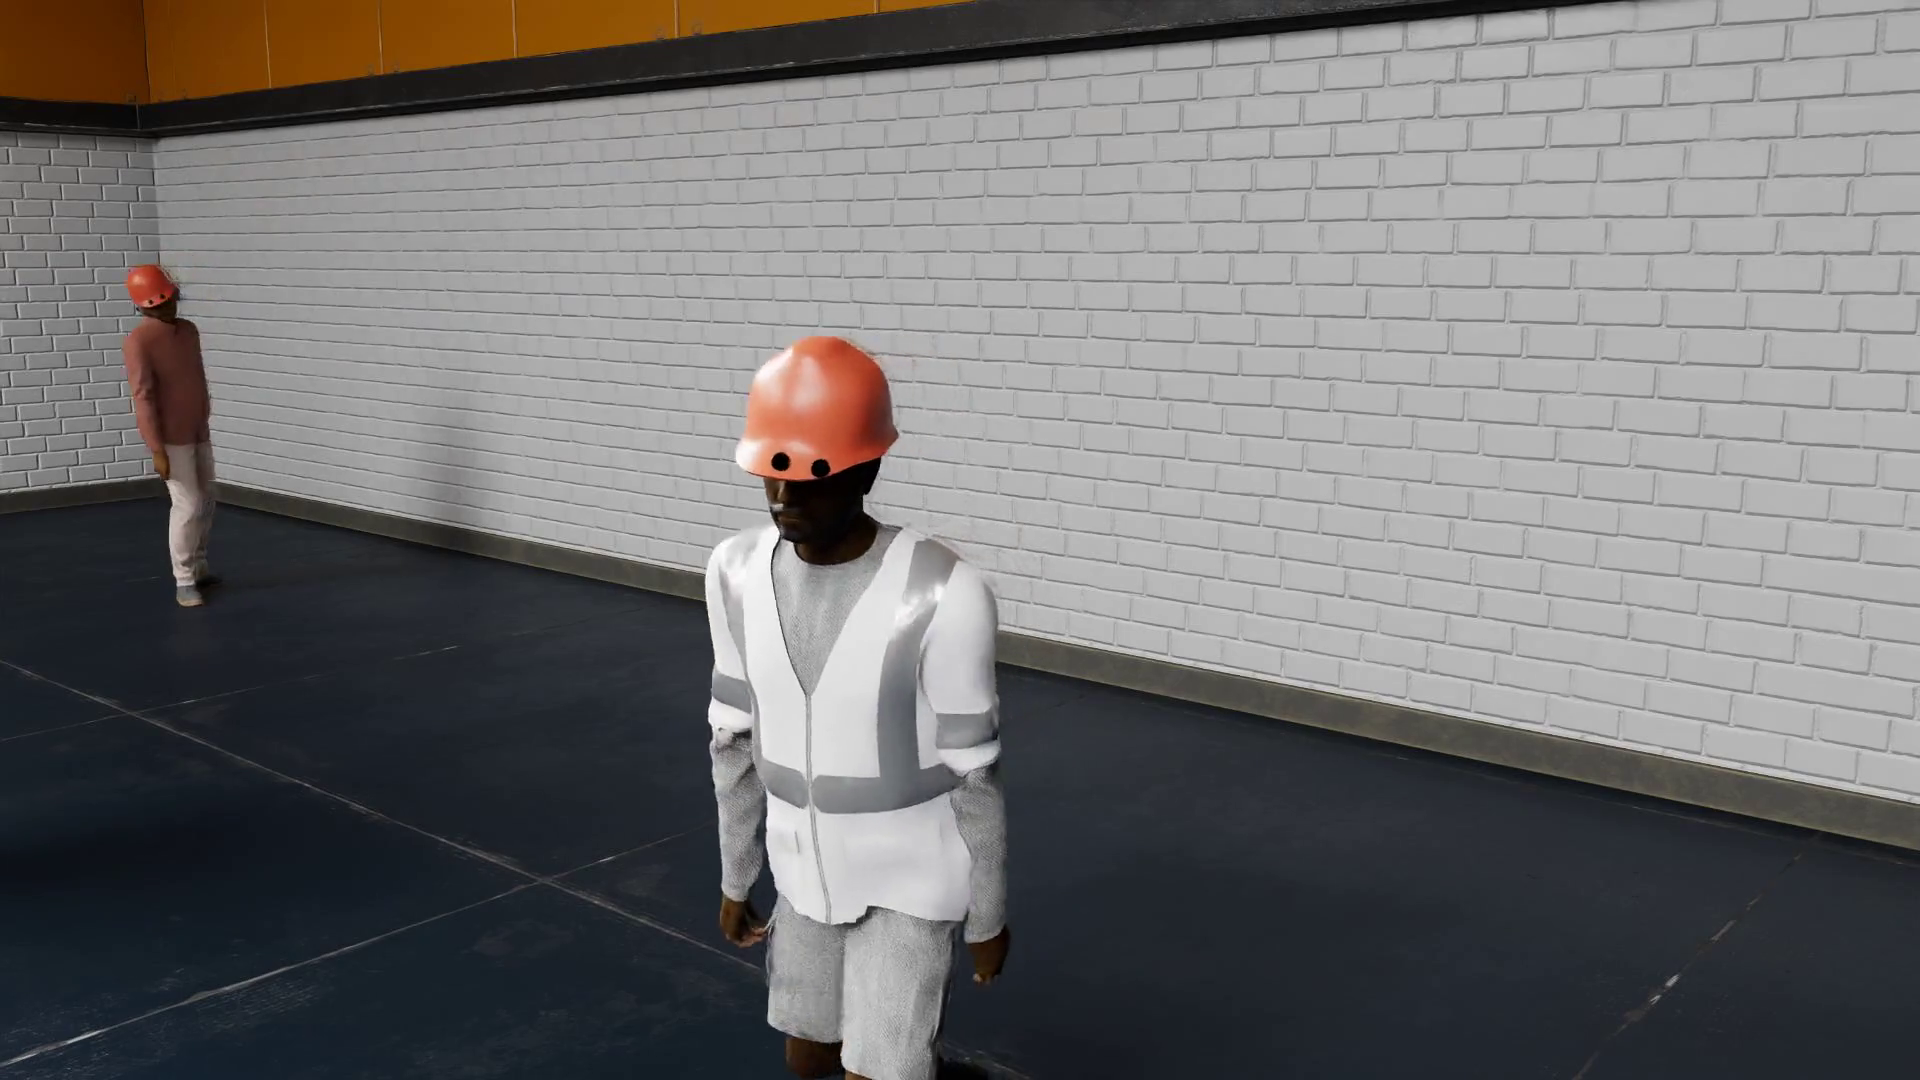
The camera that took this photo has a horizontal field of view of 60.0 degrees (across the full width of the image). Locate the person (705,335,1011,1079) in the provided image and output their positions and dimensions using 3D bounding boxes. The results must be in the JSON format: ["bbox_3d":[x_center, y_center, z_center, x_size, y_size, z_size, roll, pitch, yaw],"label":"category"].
[{"bbox_3d":[-0.126,0.565,2.987,0.569,1.898,0.859,5,11,29],"label":"person"}]

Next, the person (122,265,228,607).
[{"bbox_3d":[-4.447,-0.595,9.499,0.403,1.930,0.808,1,10,5],"label":"person"}]
